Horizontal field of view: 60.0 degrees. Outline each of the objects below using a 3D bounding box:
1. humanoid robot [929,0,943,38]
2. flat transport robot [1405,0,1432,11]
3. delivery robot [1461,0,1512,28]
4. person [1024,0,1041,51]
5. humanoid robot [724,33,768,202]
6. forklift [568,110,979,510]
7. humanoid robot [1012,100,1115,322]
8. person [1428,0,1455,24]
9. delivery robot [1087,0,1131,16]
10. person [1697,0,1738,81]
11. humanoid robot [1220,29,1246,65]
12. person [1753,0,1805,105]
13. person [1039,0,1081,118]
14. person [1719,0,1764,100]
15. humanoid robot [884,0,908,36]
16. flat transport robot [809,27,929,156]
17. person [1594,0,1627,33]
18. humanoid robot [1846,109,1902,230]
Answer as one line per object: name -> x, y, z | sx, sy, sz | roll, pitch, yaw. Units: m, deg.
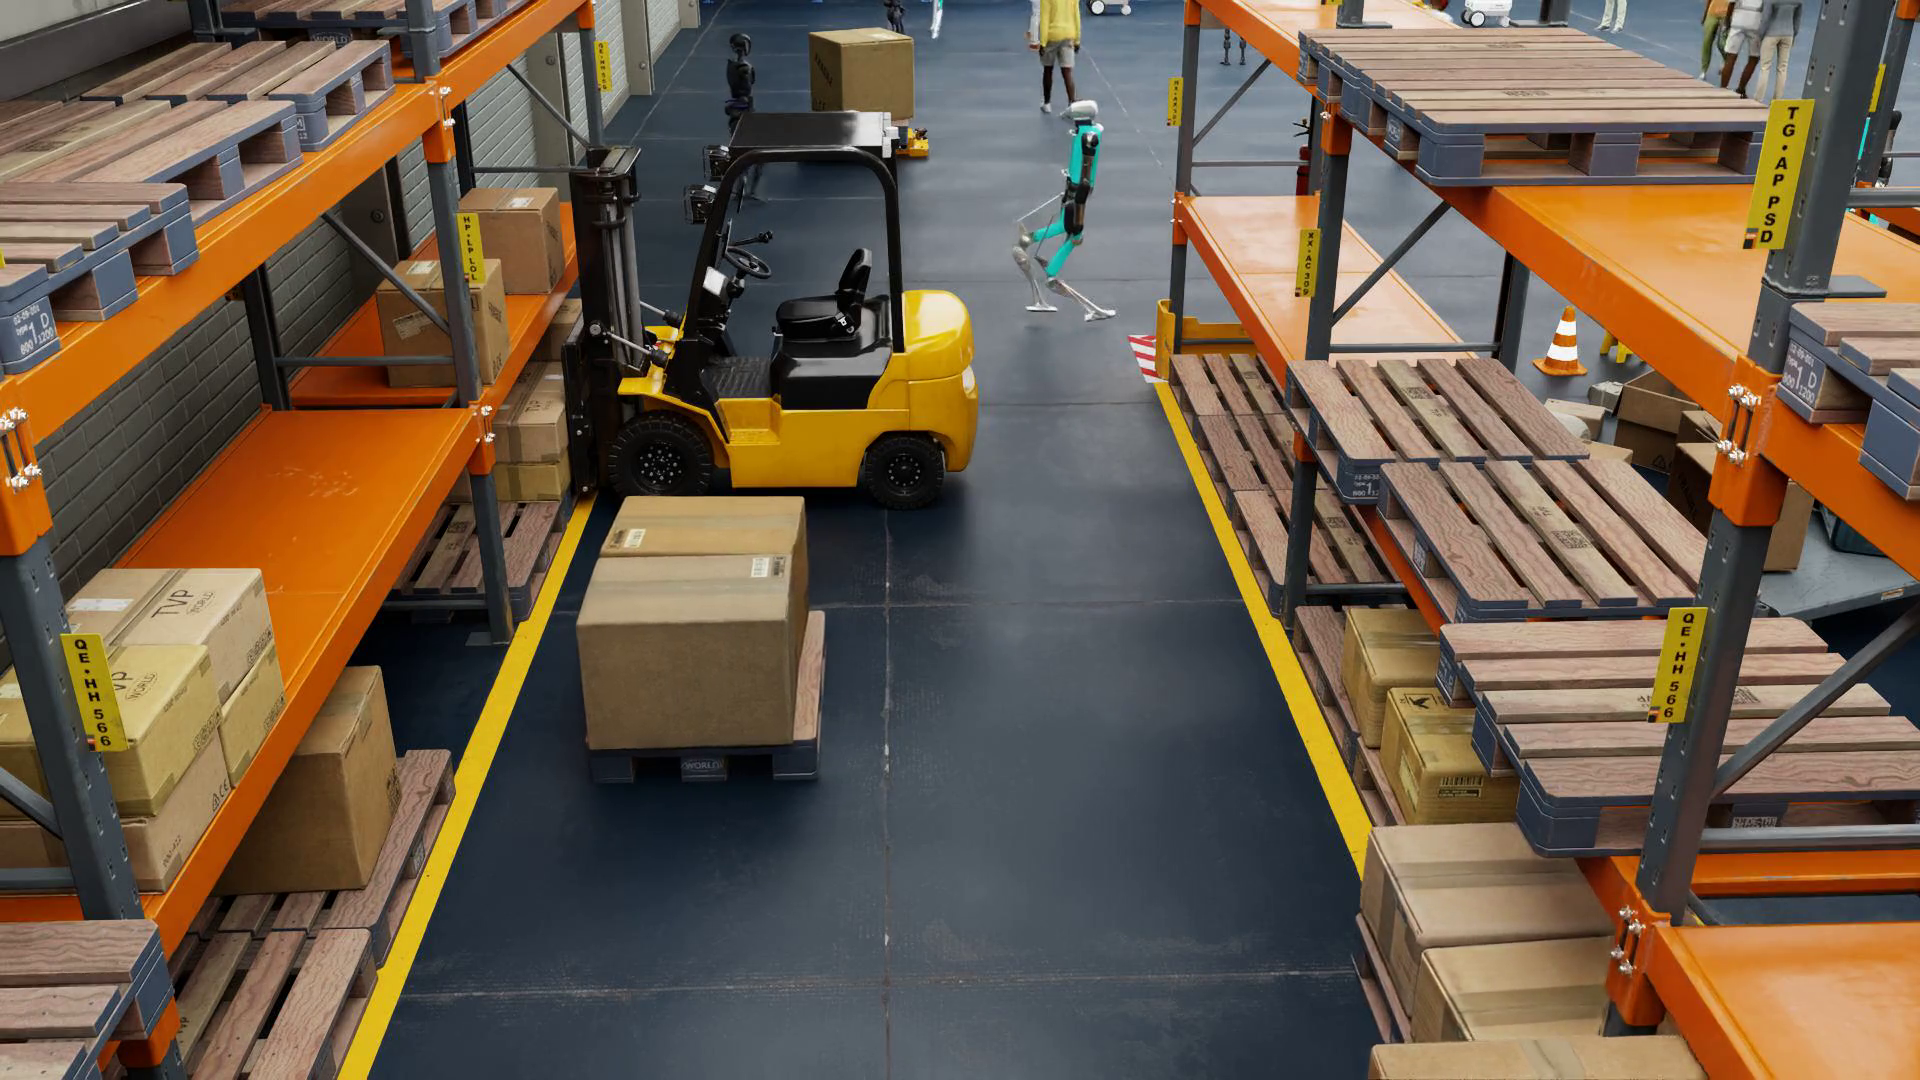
humanoid robot -> -0.339, -8.878, 26.431 | 0.546, 1.803, 0.833 | 6, 26, 12
flat transport robot -> 7.481, -9.351, 29.107 | 1.431, 0.231, 0.659 | -1, 25, -2
delivery robot -> 8.771, -8.827, 27.628 | 0.739, 0.566, 0.499 | -1, 25, -2
person -> 1.218, -8.334, 25.081 | 0.427, 1.864, 0.569 | 7, 26, 15
humanoid robot -> -2.143, -4.188, 16.518 | 0.339, 1.655, 0.615 | -11, 27, -22
forklift -> -1.043, -1.379, 9.976 | 2.313, 2.155, 1.214 | -1, 25, -2
humanoid robot -> 0.757, -2.502, 12.891 | 0.940, 1.762, 0.545 | -1, 25, -1
person -> 5.291, -5.288, 18.703 | 0.917, 1.788, 0.604 | -19, 31, -34
delivery robot -> 2.601, -9.429, 28.902 | 0.739, 0.566, 0.499 | -1, 25, -2
person -> 10.441, -7.165, 22.802 | 0.498, 1.692, 0.592 | 21, 32, 37
humanoid robot -> 3.971, -7.726, 23.998 | 0.599, 1.657, 0.315 | -1, 25, -2
person -> 10.320, -6.355, 21.005 | 0.522, 1.771, 0.302 | -1, 25, -2
person -> 1.247, -6.174, 20.544 | 0.582, 1.841, 0.927 | -7, 26, -15
person -> 10.050, -6.535, 21.212 | 0.694, 1.929, 0.429 | 20, 32, 36
humanoid robot -> -0.922, -7.630, 23.802 | 0.337, 1.648, 0.583 | 1, 25, 2
flat transport robot -> -1.077, -4.494, 18.819 | 1.431, 0.231, 0.659 | -1, 25, -2
person -> 10.615, -9.086, 26.808 | 0.337, 1.748, 0.561 | -14, 28, -26
humanoid robot -> 7.147, -2.689, 13.122 | 0.533, 1.677, 0.735 | -1, 25, -2
